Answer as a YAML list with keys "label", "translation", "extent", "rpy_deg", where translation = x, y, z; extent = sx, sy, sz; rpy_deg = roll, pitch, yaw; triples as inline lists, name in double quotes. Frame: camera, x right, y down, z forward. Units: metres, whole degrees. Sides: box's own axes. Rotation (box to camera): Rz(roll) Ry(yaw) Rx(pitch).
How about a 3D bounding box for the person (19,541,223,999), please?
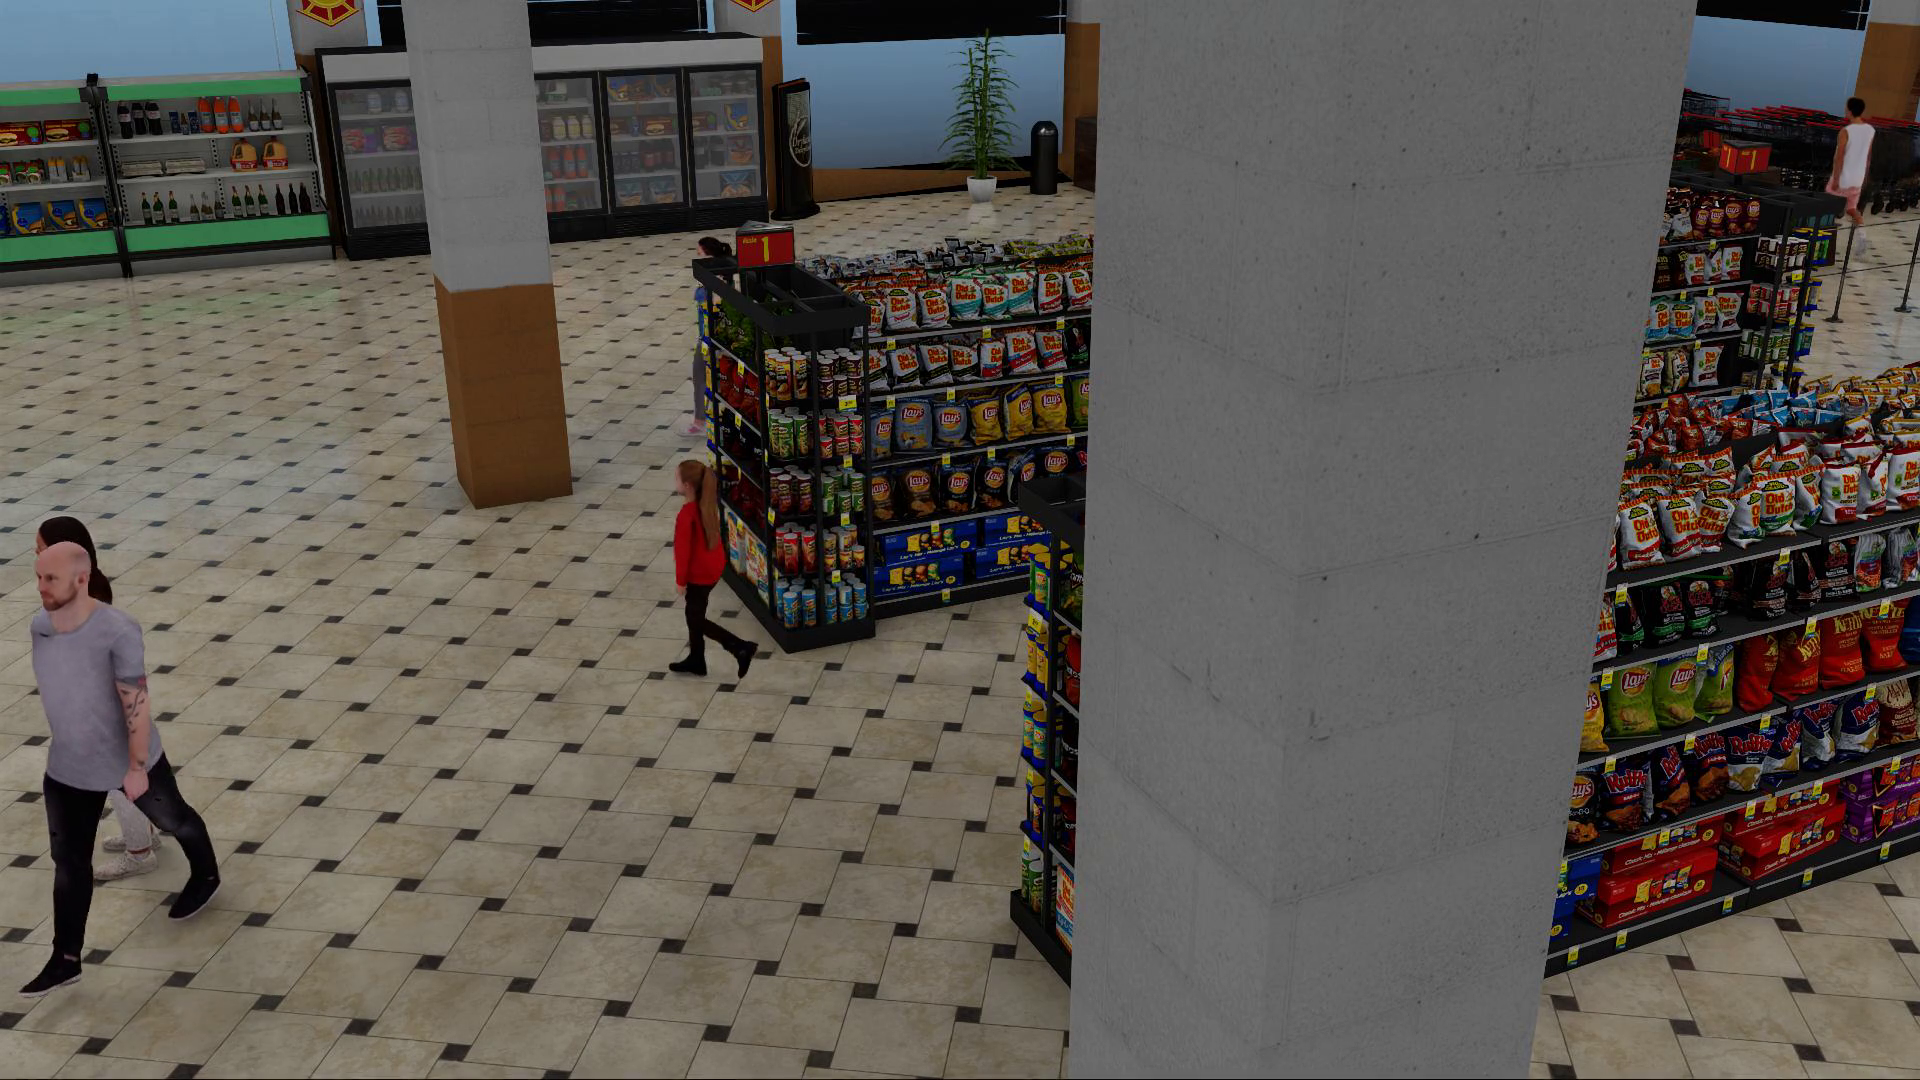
- label: "person"
  translation: [-3.365, 0.849, 6.720]
  extent: [1.223, 1.782, 1.234]
  rpy_deg: [6, 23, 15]

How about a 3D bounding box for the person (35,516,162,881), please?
- label: "person"
  translation: [-3.752, 0.682, 7.263]
  extent: [0.614, 1.688, 0.644]
  rpy_deg: [-5, 22, -12]

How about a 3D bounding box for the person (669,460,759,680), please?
- label: "person"
  translation: [-1.361, 0.192, 9.048]
  extent: [0.851, 1.266, 0.745]
  rpy_deg: [4, 22, 10]

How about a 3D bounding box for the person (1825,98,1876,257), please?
- label: "person"
  translation: [10.335, -4.174, 19.259]
  extent: [1.108, 1.755, 0.892]
  rpy_deg: [-4, 22, -9]
